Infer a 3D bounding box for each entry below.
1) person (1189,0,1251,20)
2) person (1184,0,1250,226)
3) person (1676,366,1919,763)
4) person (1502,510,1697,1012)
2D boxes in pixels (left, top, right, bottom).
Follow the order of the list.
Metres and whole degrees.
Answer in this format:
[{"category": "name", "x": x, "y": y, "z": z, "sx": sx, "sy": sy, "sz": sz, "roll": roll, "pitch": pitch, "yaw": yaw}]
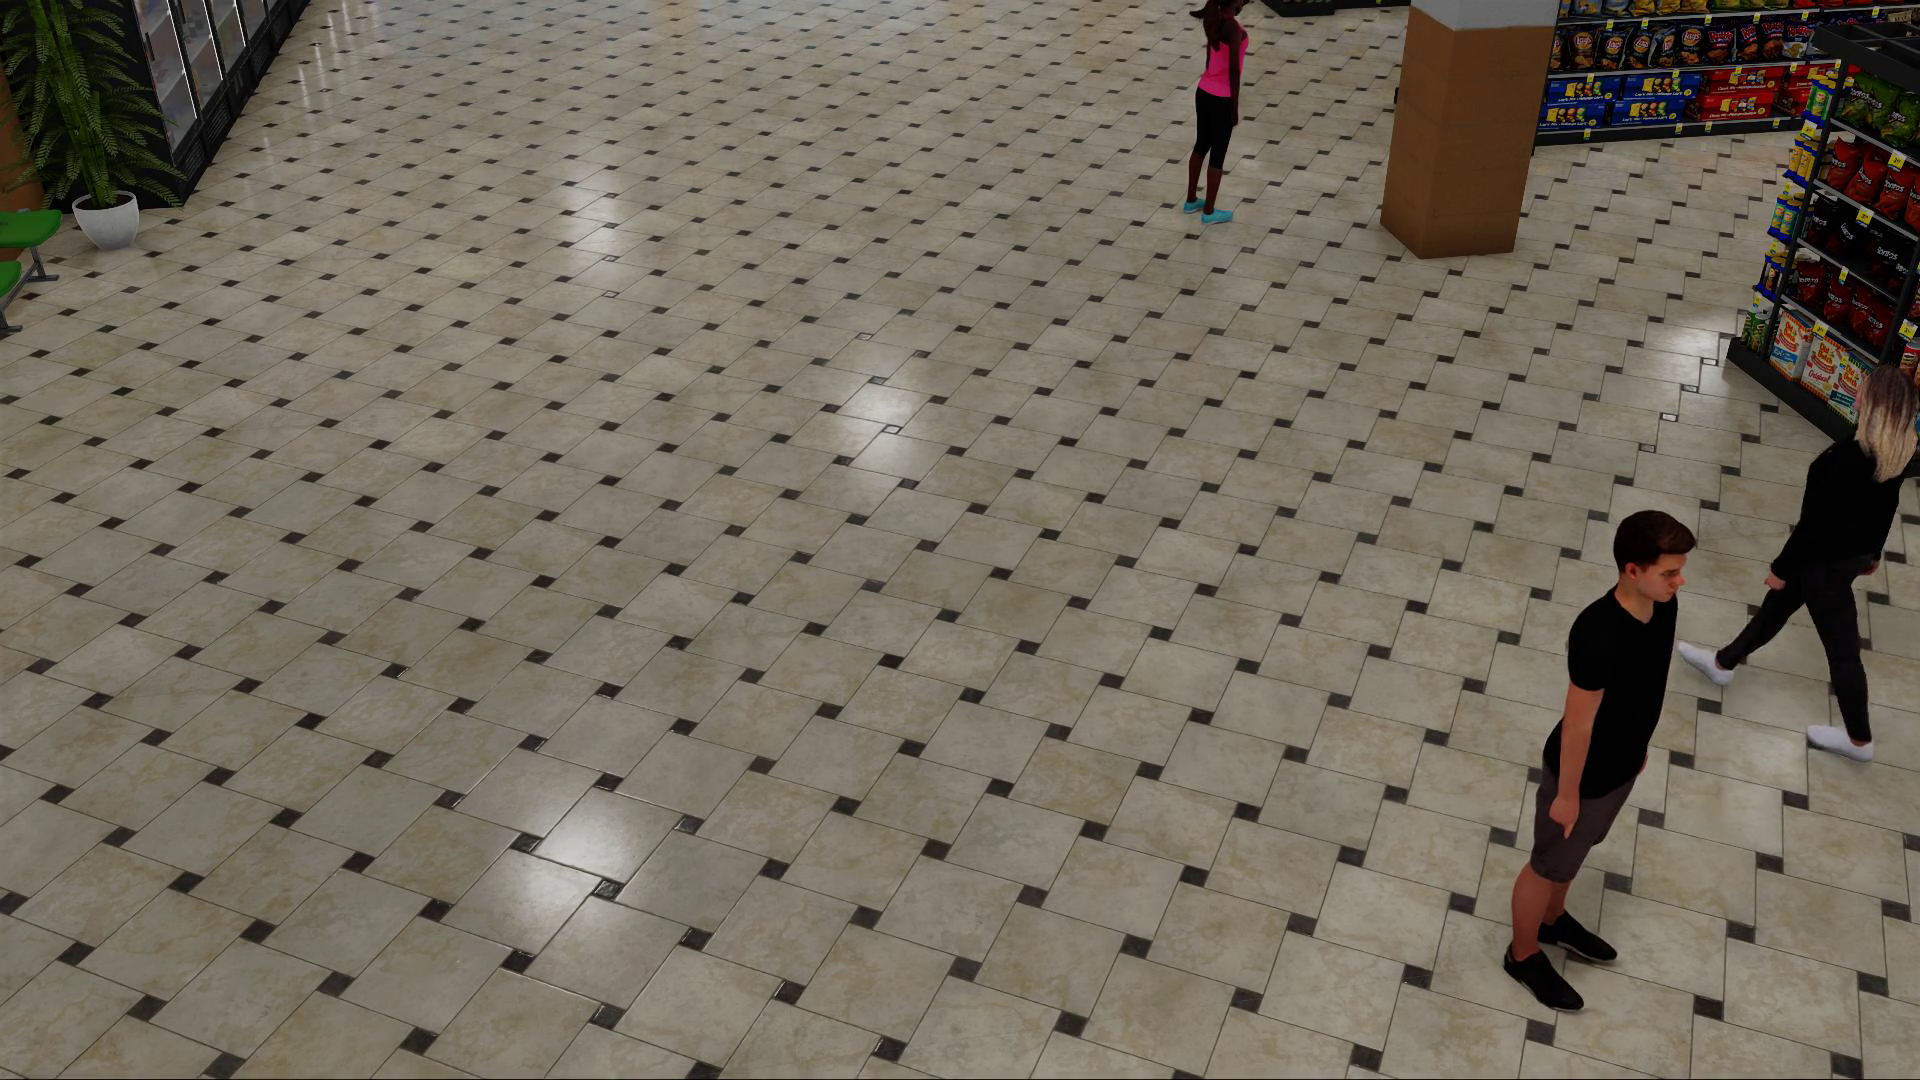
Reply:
[{"category": "person", "x": 2.613, "y": -5.977, "z": 16.160, "sx": 1.046, "sy": 1.888, "sz": 0.957, "roll": 14, "pitch": 35, "yaw": 22}, {"category": "person", "x": 1.799, "y": -3.101, "z": 11.695, "sx": 0.606, "sy": 1.722, "sz": 0.592, "roll": -13, "pitch": 34, "yaw": -20}, {"category": "person", "x": 3.518, "y": 0.152, "z": 6.551, "sx": 1.162, "sy": 1.633, "sz": 1.038, "roll": -22, "pitch": 38, "yaw": -31}, {"category": "person", "x": 2.080, "y": 0.697, "z": 5.458, "sx": 0.834, "sy": 1.863, "sz": 0.739, "roll": 27, "pitch": 41, "yaw": 36}]
